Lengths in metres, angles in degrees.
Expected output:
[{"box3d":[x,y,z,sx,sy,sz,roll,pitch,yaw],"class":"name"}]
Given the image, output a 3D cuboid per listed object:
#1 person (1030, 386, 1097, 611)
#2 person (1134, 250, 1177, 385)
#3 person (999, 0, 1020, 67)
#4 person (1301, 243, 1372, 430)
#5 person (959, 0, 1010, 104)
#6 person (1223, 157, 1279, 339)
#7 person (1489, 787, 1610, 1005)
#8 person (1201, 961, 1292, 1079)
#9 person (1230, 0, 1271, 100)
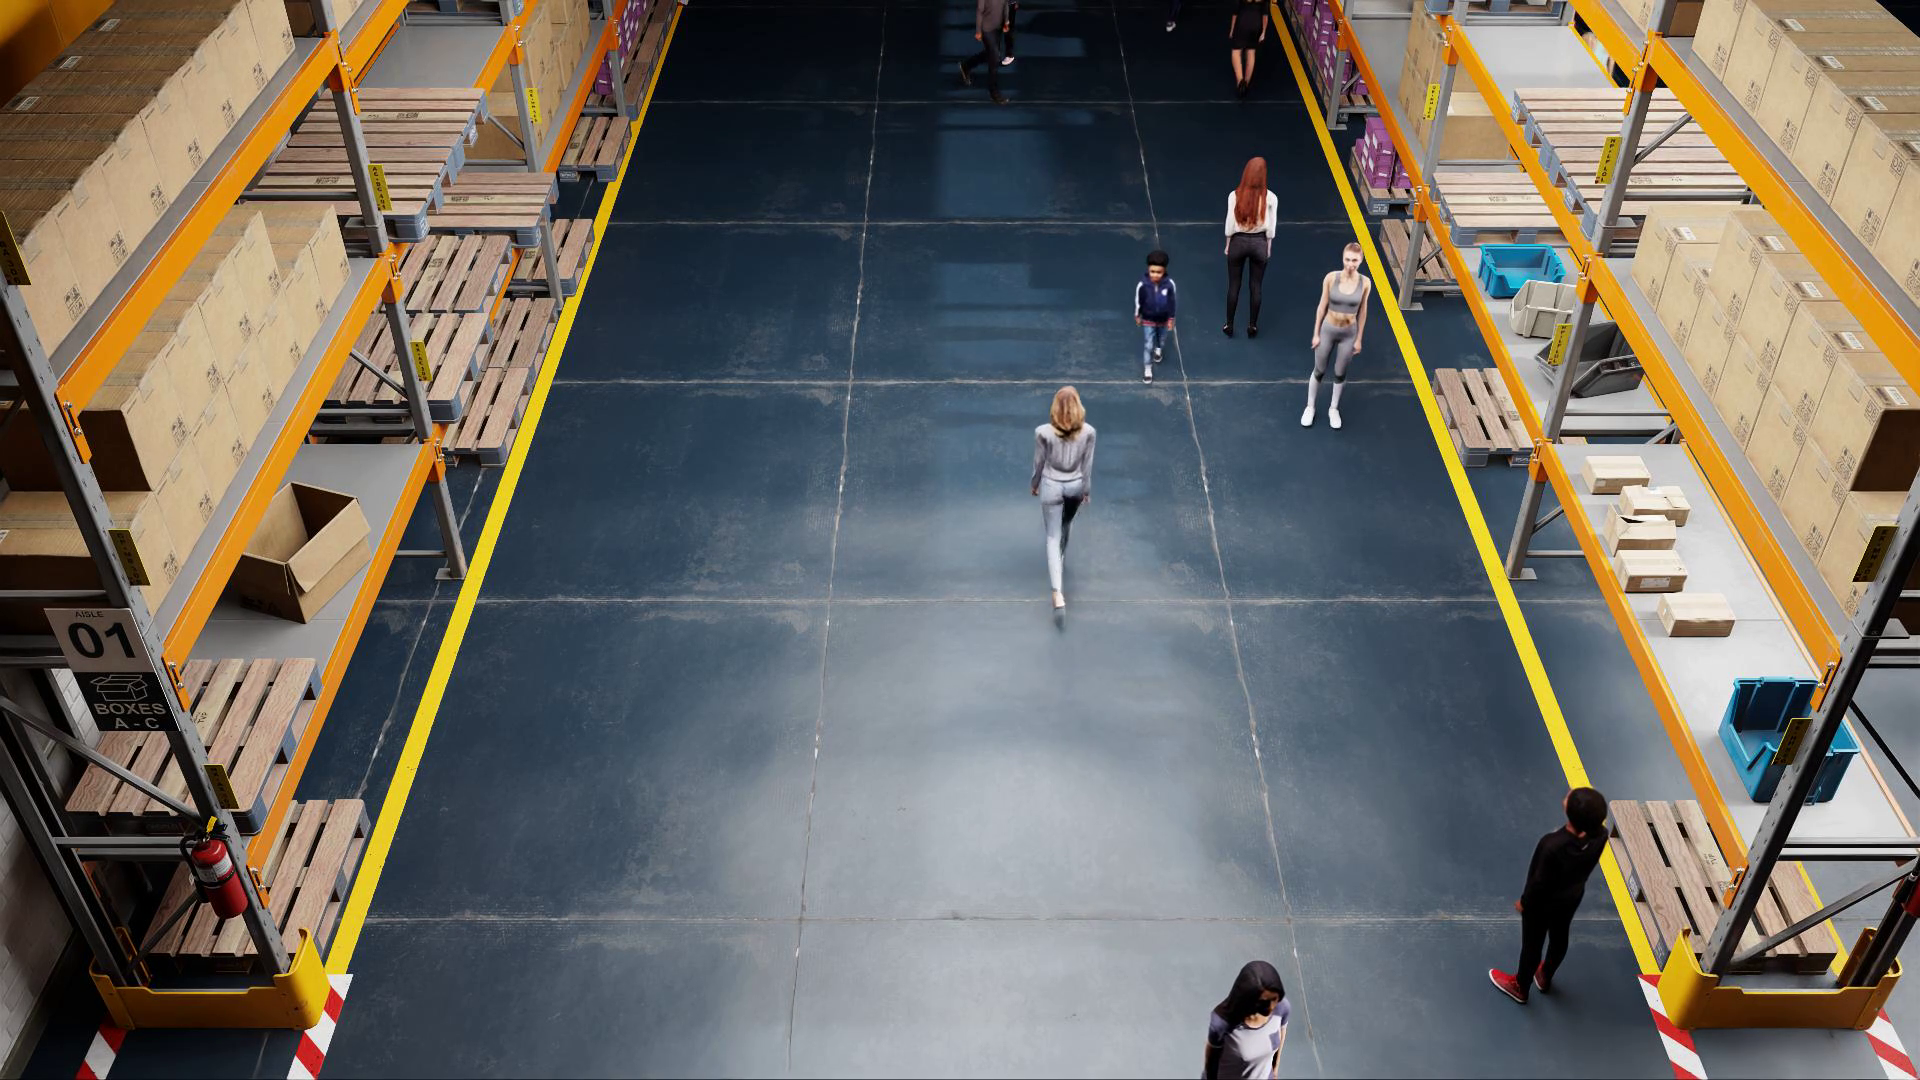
[{"box3d":[0.742,-0.293,12.071,0.598,1.767,1.115,0,39,0],"class":"person"},{"box3d":[1.733,-2.009,14.667,0.540,1.209,0.752,3,39,4],"class":"person"},{"box3d":[0.514,-6.557,20.051,0.803,1.597,0.855,29,47,31],"class":"person"},{"box3d":[3.160,-1.718,13.907,0.601,1.702,0.591,7,39,8],"class":"person"},{"box3d":[0.282,-5.943,19.167,1.085,1.740,1.069,-7,39,-8],"class":"person"},{"box3d":[2.596,-2.615,14.982,0.618,1.762,0.543,5,39,6],"class":"person"},{"box3d":[3.337,1.978,9.301,0.676,1.674,0.674,-16,41,-19],"class":"person"},{"box3d":[1.417,2.676,8.404,0.652,1.704,0.637,-14,41,-17],"class":"person"},{"box3d":[3.305,-5.806,19.059,0.561,1.661,0.742,1,39,1],"class":"person"}]
